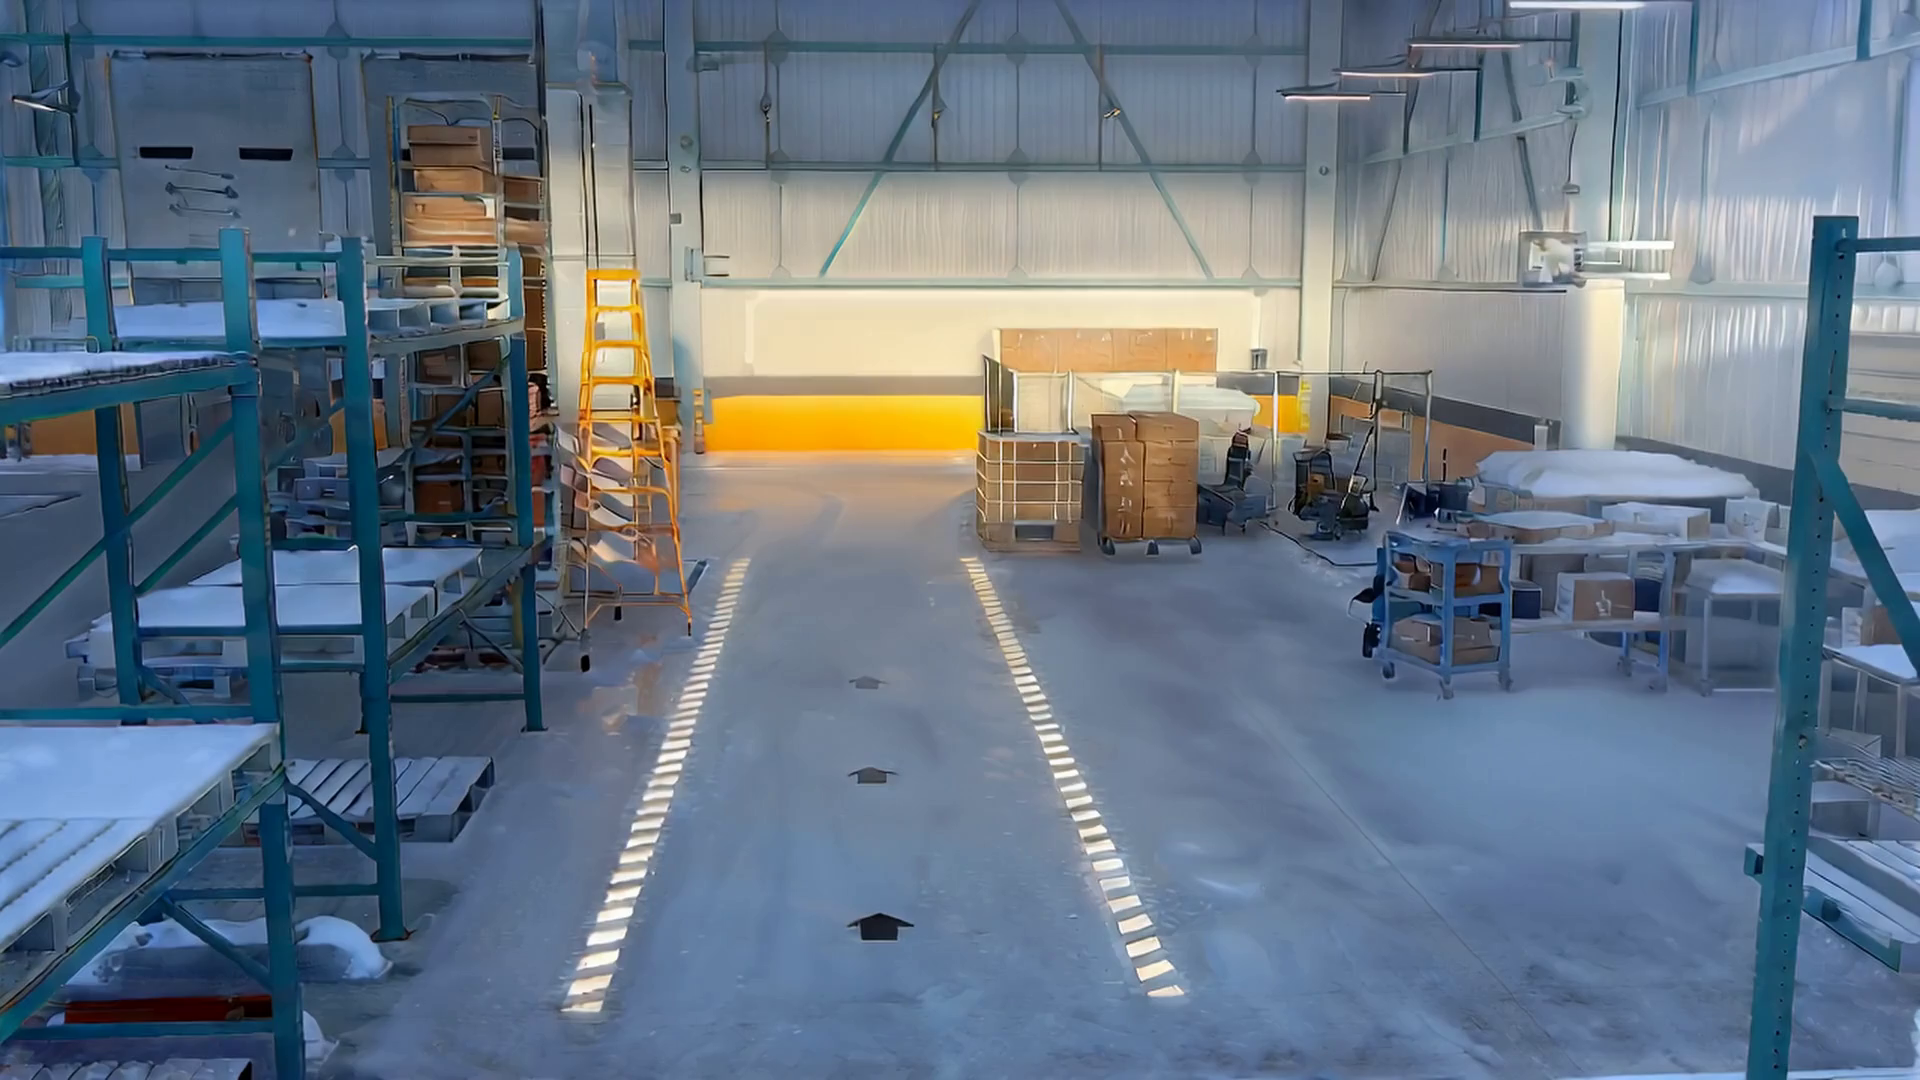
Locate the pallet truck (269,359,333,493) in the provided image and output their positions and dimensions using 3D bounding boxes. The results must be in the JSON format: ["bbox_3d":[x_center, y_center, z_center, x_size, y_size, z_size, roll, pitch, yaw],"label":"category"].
[{"bbox_3d":[-7.062,-1.131,18.996,1.885,1.965,0.823,2,9,13],"label":"pallet truck"}]
